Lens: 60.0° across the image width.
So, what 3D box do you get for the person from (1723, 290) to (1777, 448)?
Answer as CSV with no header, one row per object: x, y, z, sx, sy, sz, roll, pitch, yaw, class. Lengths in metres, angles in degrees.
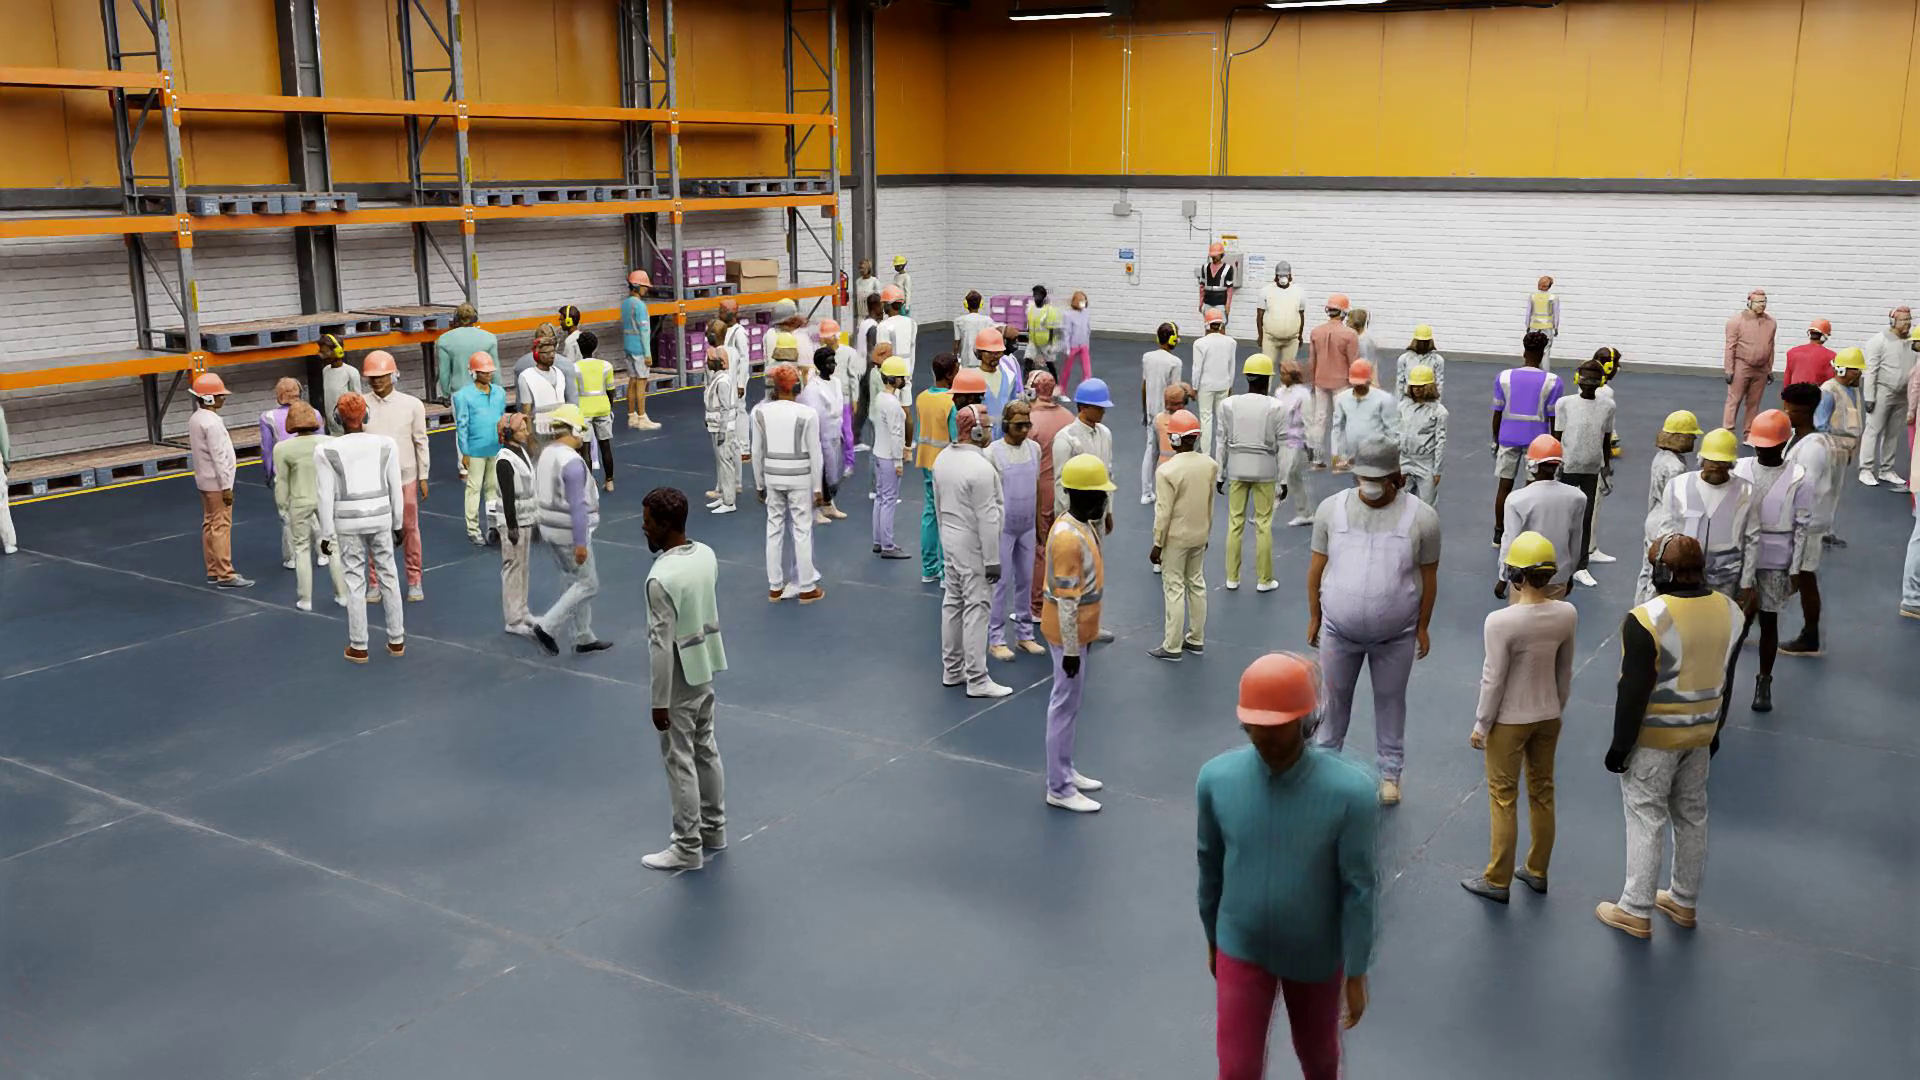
9.482,-2.042,19.957,0.643,1.909,0.410,-2,13,-10,person

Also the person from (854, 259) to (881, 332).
-1.500,-3.614,26.907,0.505,1.847,0.349,10,16,36,person

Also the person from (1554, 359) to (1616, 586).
5.066,-0.545,13.552,0.519,1.869,0.328,0,13,0,person

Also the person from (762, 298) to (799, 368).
-1.946,-1.734,18.601,0.585,1.918,0.393,12,17,41,person

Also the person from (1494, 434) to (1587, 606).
3.666,0.198,10.575,0.561,1.752,0.327,-3,13,-13,person

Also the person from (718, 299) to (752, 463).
-2.587,-1.812,19.008,0.337,1.882,0.585,-7,15,-27,person

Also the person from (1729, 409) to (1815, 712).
5.037,0.128,10.503,0.543,1.927,0.371,9,16,34,person

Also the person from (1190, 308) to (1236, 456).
2.905,-1.793,19.212,0.563,1.752,0.341,-5,14,-22,person

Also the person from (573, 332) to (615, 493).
-3.823,-1.306,17.225,0.540,1.695,0.317,-9,16,-35,person

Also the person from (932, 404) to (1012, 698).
0.090,0.067,10.805,0.406,1.911,0.638,-7,15,-29,person

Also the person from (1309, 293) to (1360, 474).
4.145,-1.732,18.417,0.612,1.996,0.376,12,17,41,person

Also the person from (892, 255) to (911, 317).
-1.046,-4.166,29.502,0.339,1.761,0.524,-7,15,-29,person

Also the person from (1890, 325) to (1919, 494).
9.967,-1.359,17.320,0.340,1.760,0.525,11,17,38,person

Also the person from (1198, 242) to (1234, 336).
4.360,-4.065,28.431,0.608,2.044,0.371,8,15,31,person

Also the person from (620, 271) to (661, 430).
-4.114,-2.432,21.373,0.392,2.034,0.605,-9,16,-34,person

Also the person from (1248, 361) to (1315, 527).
3.028,-0.877,15.578,0.840,1.593,0.552,-5,14,-22,person

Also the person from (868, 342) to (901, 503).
-0.785,-1.190,16.858,0.281,1.634,0.498,-4,14,-16,person

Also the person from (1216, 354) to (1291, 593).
2.353,-0.535,13.380,0.594,1.922,0.375,5,14,21,person

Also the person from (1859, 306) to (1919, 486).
9.940,-1.535,17.748,0.642,1.913,0.408,-4,14,-16,person

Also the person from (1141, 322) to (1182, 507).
2.029,-1.248,16.640,0.347,1.853,0.531,-11,17,-41,person

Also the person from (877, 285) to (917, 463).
-0.752,-1.853,18.836,0.378,2.045,0.605,10,16,37,person

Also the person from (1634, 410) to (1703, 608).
4.964,-0.046,11.657,0.322,1.742,0.493,2,13,8,person

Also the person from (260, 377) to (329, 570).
-5.633,-0.560,14.113,0.517,1.639,0.313,-5,14,-22,person

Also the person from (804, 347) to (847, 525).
-1.279,-1.001,15.901,0.315,1.696,0.541,7,15,27,person

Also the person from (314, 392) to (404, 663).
-4.137,-0.084,11.516,0.574,1.883,0.360,-8,15,-32,person

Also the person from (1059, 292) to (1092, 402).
1.692,-2.717,23.578,0.535,1.585,0.842,-9,16,-34,person

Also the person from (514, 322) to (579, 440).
-3.885,-1.085,15.737,0.632,1.938,0.359,4,14,16,person

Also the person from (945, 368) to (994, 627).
0.074,-0.306,12.360,0.361,1.938,0.546,-1,13,-5,person

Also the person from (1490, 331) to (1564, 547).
5.034,-0.880,14.810,0.605,1.958,0.377,7,15,28,person

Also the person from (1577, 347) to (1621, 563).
5.503,-0.740,14.405,0.331,1.865,0.519,-2,13,-9,person

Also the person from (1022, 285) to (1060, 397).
1.153,-2.857,24.067,0.540,1.639,0.900,9,16,35,person

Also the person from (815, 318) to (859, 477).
-1.387,-1.560,18.236,0.577,1.738,0.354,4,13,15,person

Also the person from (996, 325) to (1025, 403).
0.431,-1.226,16.579,0.430,1.838,0.624,5,14,21,person

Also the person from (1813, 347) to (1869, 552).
7.773,-0.803,14.779,0.591,1.823,0.405,-10,16,-38,person

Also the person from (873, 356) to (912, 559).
-0.590,-0.723,14.544,0.328,1.767,0.532,-4,14,-17,person

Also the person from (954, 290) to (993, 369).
0.162,-2.137,20.477,0.509,1.863,0.326,-1,13,-5,person

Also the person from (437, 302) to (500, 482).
-5.271,-1.589,17.919,0.637,1.938,0.357,-4,14,-17,person

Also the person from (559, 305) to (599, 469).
-4.242,-1.663,18.431,0.334,1.860,0.515,2,13,8,person

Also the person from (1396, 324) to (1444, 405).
4.874,-1.430,17.690,0.483,1.734,0.342,3,13,12,person
